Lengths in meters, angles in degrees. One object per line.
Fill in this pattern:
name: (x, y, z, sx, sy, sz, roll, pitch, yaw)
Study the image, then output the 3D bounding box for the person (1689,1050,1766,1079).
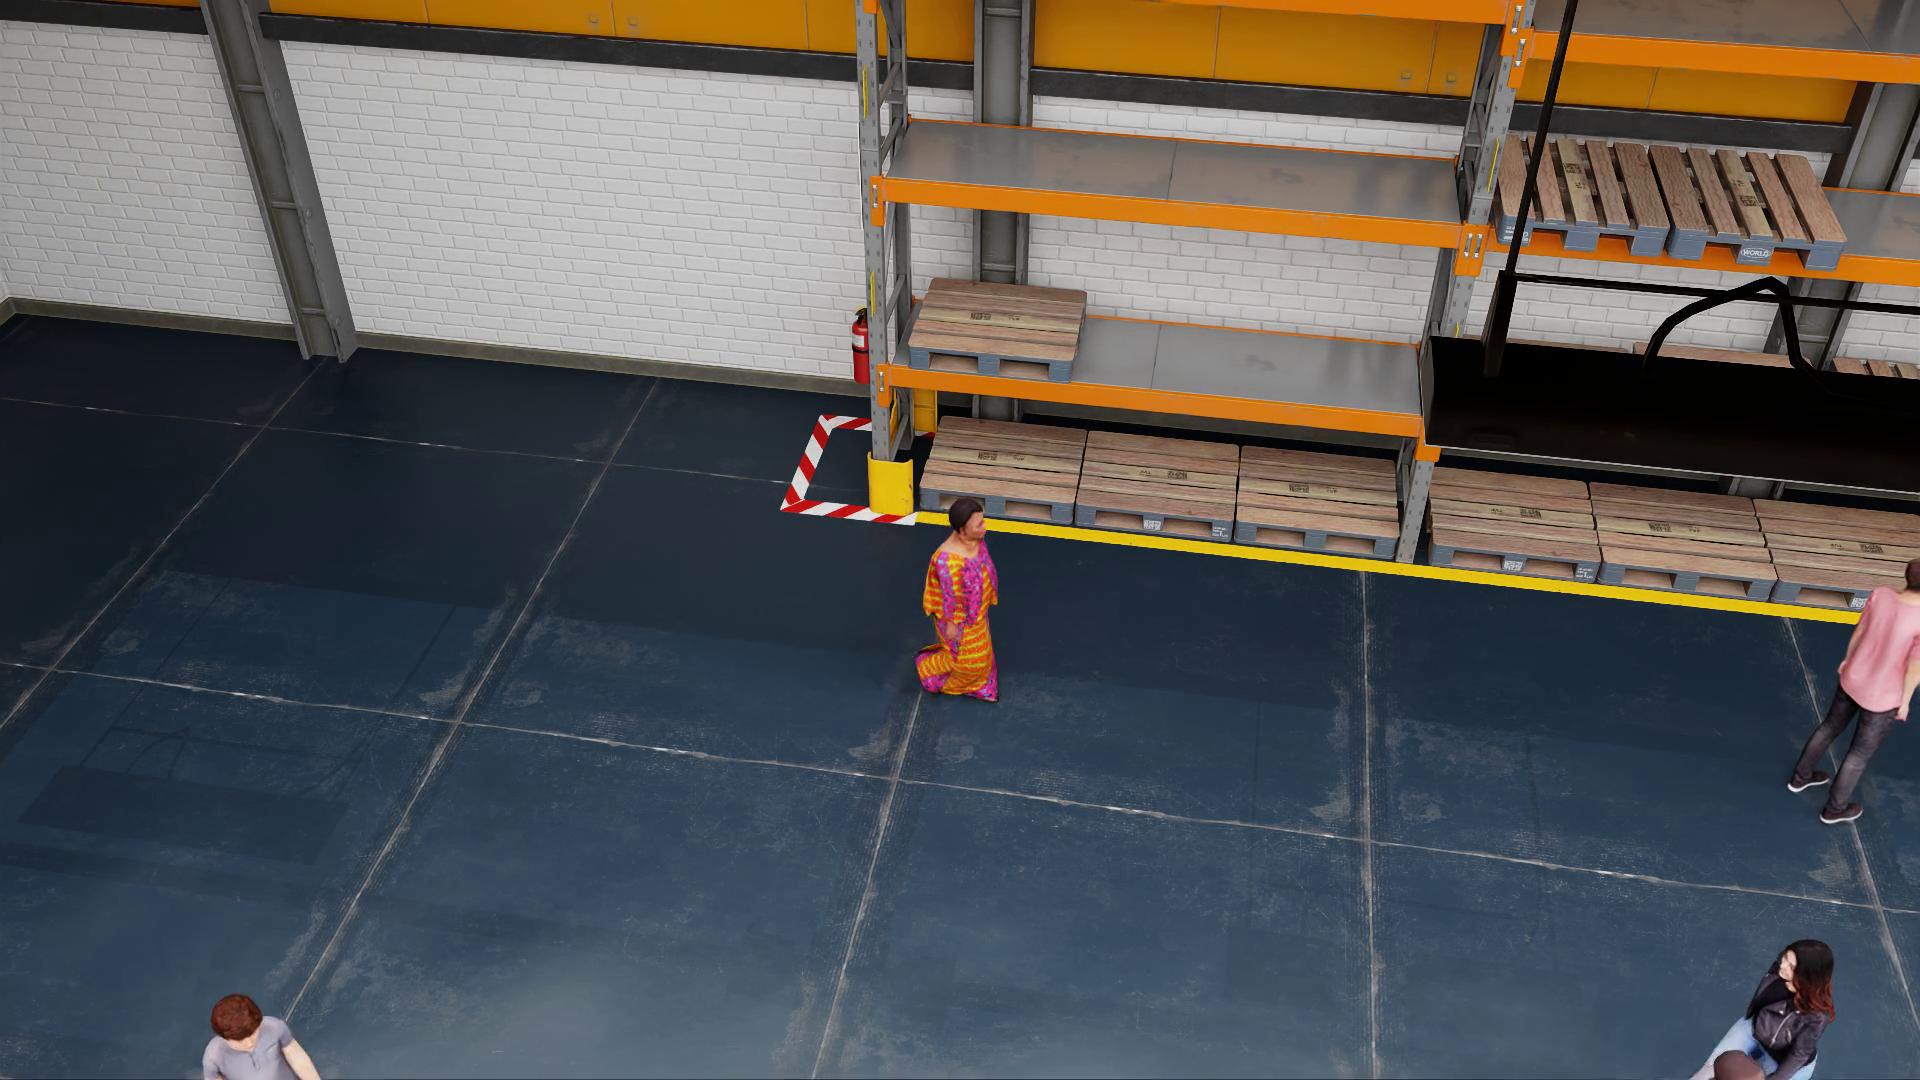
person: (3.232, 2.860, 7.699, 1.049, 1.746, 0.783, 14, 41, 17)

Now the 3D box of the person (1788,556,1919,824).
person: (5.471, 0.884, 10.007, 0.713, 1.954, 0.712, -12, 40, -15)

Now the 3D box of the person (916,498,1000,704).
person: (-0.019, 0.409, 10.835, 0.917, 1.663, 0.781, 17, 42, 20)

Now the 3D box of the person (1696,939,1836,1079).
person: (4.118, 2.510, 8.256, 1.101, 1.599, 0.837, -2, 39, -3)

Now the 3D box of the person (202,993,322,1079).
person: (-3.364, 2.668, 8.038, 0.994, 1.623, 1.087, -27, 46, -30)
